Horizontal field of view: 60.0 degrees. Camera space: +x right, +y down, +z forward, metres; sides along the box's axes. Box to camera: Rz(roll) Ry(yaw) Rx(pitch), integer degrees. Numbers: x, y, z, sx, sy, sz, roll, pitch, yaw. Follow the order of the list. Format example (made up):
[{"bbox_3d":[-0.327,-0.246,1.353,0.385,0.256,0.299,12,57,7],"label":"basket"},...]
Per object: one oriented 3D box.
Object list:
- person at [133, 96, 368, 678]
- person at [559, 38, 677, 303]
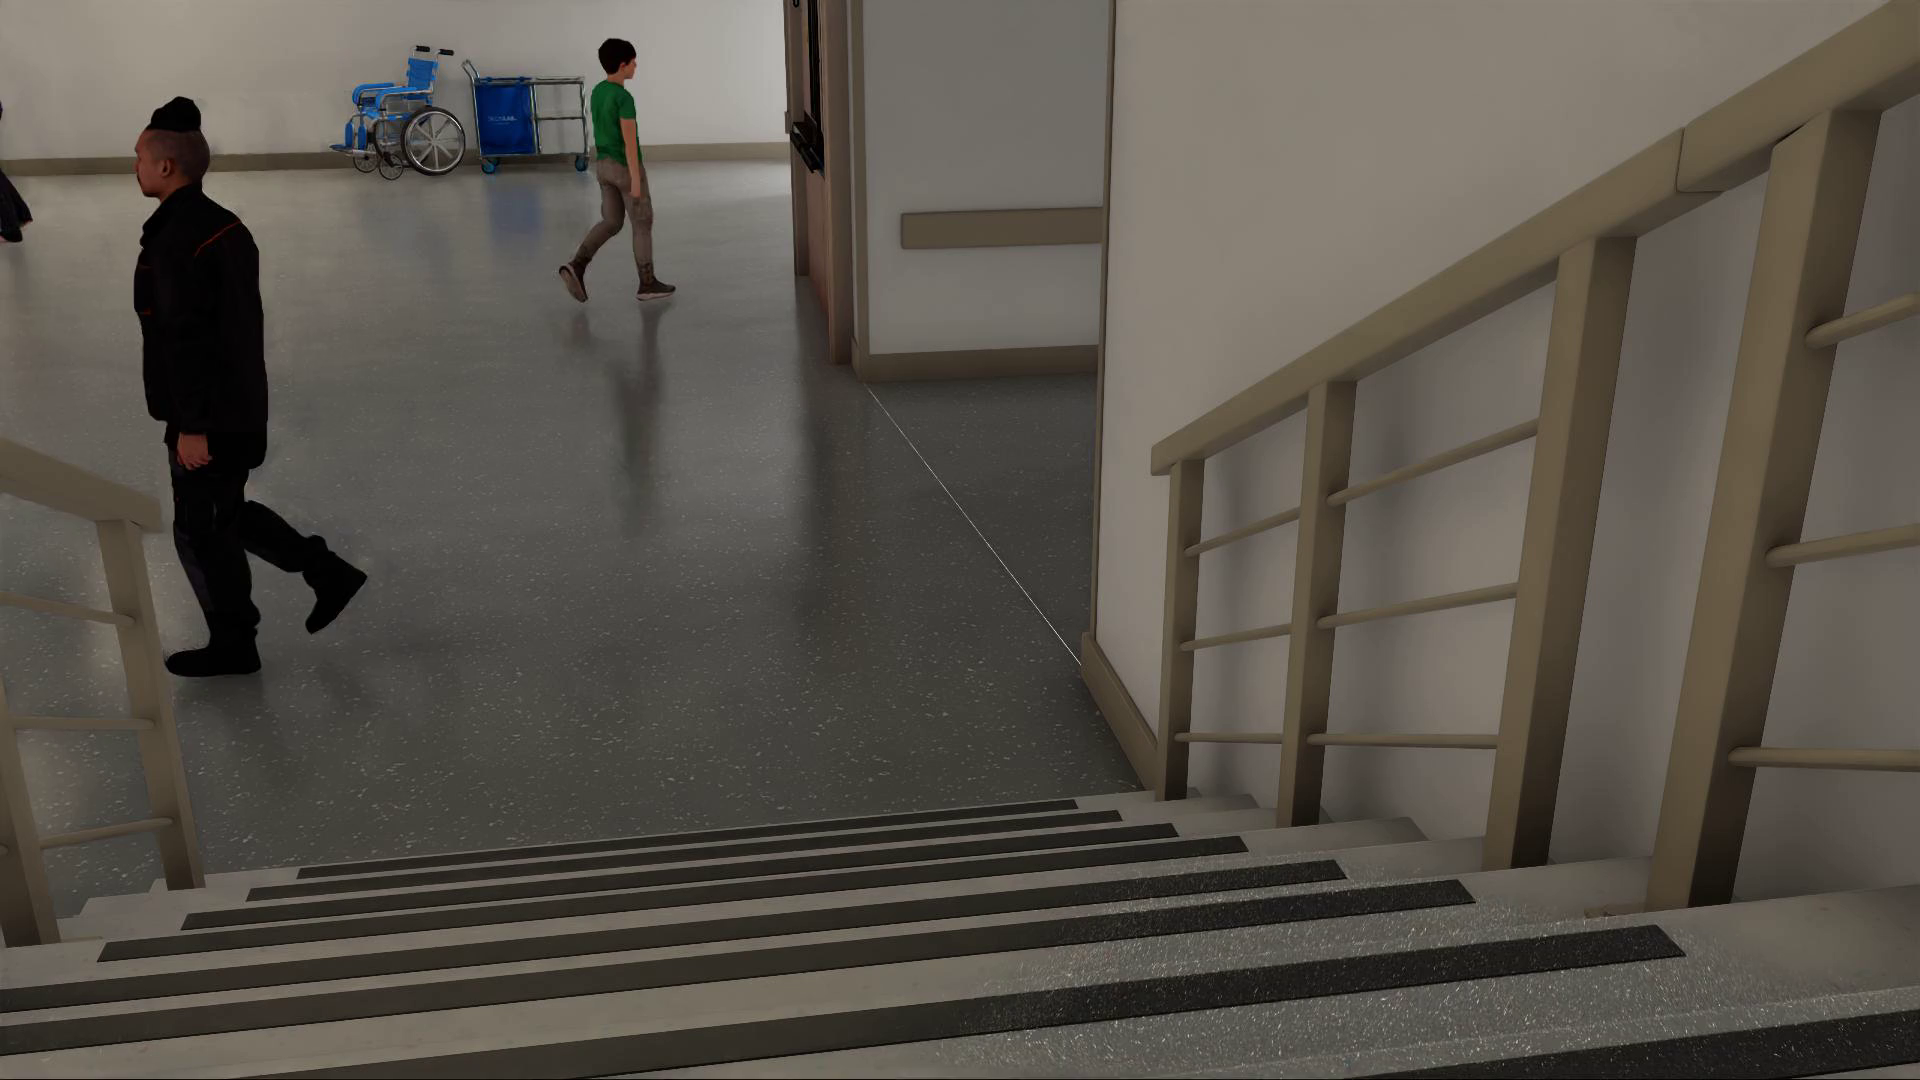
[{"bbox_3d":[-2.287,-0.442,5.264,0.805,1.849,0.778,-4,21,-9],"label":"person"},{"bbox_3d":[-2.205,-2.296,10.460,0.983,1.635,1.022,-18,27,-39],"label":"person"}]
